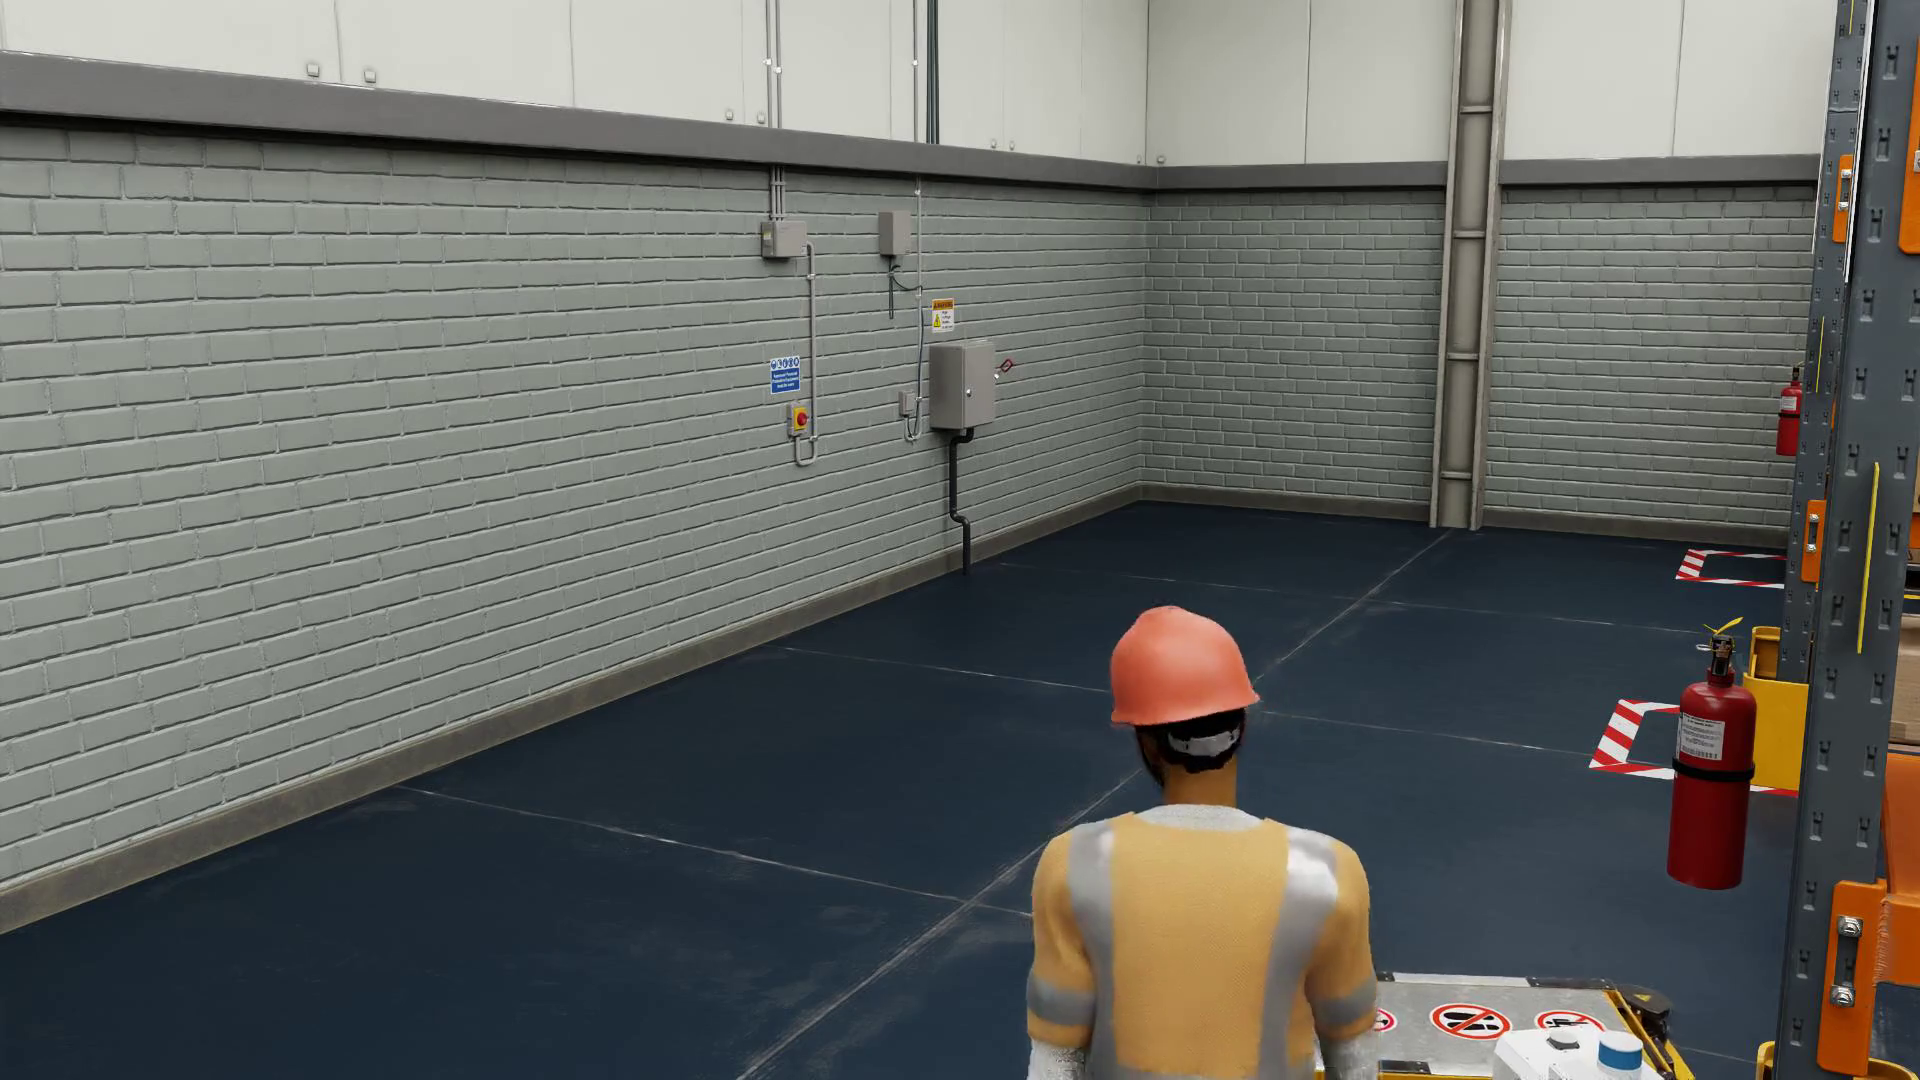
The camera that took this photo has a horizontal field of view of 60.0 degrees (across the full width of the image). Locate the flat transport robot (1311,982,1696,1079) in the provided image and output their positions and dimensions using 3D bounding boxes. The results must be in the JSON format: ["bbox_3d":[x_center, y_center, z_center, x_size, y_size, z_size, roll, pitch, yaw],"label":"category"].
[{"bbox_3d":[1.412,1.502,4.882,1.431,0.197,0.652,1,10,5],"label":"flat transport robot"}]

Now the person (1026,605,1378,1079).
[{"bbox_3d":[0.424,1.053,2.865,0.582,1.898,0.807,2,11,13],"label":"person"}]

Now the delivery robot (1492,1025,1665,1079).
[{"bbox_3d":[1.614,1.457,4.099,0.477,0.478,0.707,-2,10,-9],"label":"delivery robot"}]
